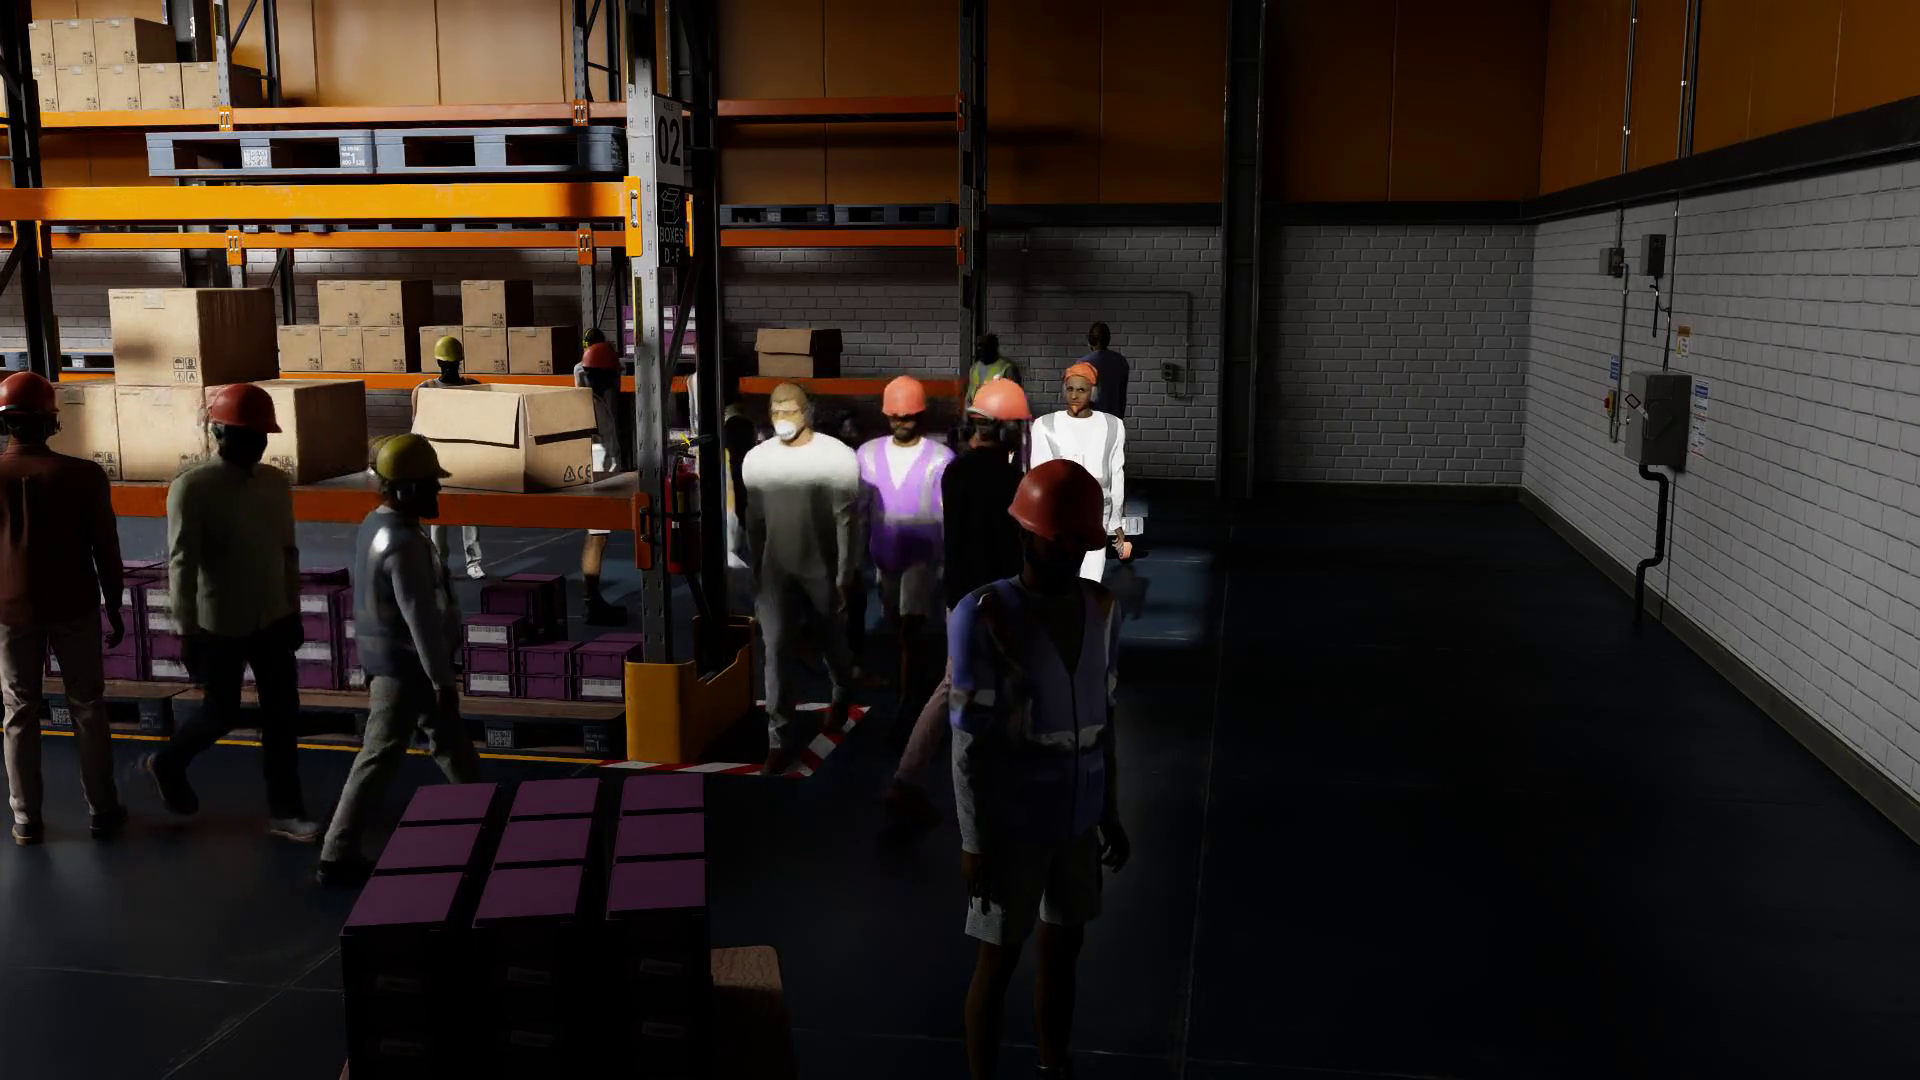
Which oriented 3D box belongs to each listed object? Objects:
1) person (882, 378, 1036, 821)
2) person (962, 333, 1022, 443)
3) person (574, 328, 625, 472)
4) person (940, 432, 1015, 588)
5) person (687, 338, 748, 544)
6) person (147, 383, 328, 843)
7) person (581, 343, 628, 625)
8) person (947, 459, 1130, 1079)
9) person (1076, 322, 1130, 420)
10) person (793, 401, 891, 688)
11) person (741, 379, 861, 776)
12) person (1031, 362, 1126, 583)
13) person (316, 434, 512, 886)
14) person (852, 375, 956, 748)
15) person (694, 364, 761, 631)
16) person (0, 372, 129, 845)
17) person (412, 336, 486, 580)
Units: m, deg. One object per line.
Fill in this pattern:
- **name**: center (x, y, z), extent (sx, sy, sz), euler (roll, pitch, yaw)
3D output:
- **person**: center (0.076, 0.269, 7.310), extent (0.992, 1.955, 0.645), euler (-7, 12, -37)
- **person**: center (0.323, -1.113, 16.286), extent (0.517, 1.819, 0.695), euler (-8, 12, -40)
- **person**: center (-3.540, -1.138, 16.306), extent (0.528, 1.865, 0.341), euler (-6, 11, -33)
- **person**: center (0.145, 0.143, 9.085), extent (0.518, 1.618, 0.360), euler (-5, 11, -30)
- **person**: center (-2.045, -0.839, 14.478), extent (0.612, 1.843, 0.935), euler (6, 11, 31)
- **person**: center (-3.113, 0.312, 7.035), extent (0.793, 1.961, 0.667), euler (4, 10, 26)
- **person**: center (-2.457, -0.383, 11.410), extent (0.380, 1.930, 0.542), euler (-3, 10, -17)
- **person**: center (0.234, 0.740, 4.447), extent (0.543, 1.928, 0.373), euler (-6, 11, -34)
- **person**: center (1.324, -1.105, 15.856), extent (0.628, 1.940, 0.373), euler (-7, 11, -37)
- **person**: center (-0.733, 0.023, 9.710), extent (0.685, 1.675, 0.542), euler (3, 10, 17)
- **person**: center (-0.760, 0.139, 8.276), extent (0.623, 1.901, 0.931), euler (2, 9, 11)
- **person**: center (0.698, -0.111, 9.861), extent (0.576, 1.883, 0.352), euler (-1, 9, -8)
- **person**: center (-2.151, 0.464, 6.646), extent (0.971, 1.774, 0.599), euler (-4, 10, -24)
- **person**: center (-0.258, 0.064, 8.771), extent (0.542, 1.895, 0.970), euler (3, 10, 19)
- **person**: center (-1.504, -0.253, 10.941), extent (0.479, 1.827, 0.624), euler (-3, 10, -16)
- **person**: center (-3.860, 0.291, 7.022), extent (0.612, 1.995, 0.376), euler (-4, 10, -22)
- **person**: center (-3.938, -0.623, 12.945), extent (0.581, 1.919, 0.395), euler (-6, 11, -33)
